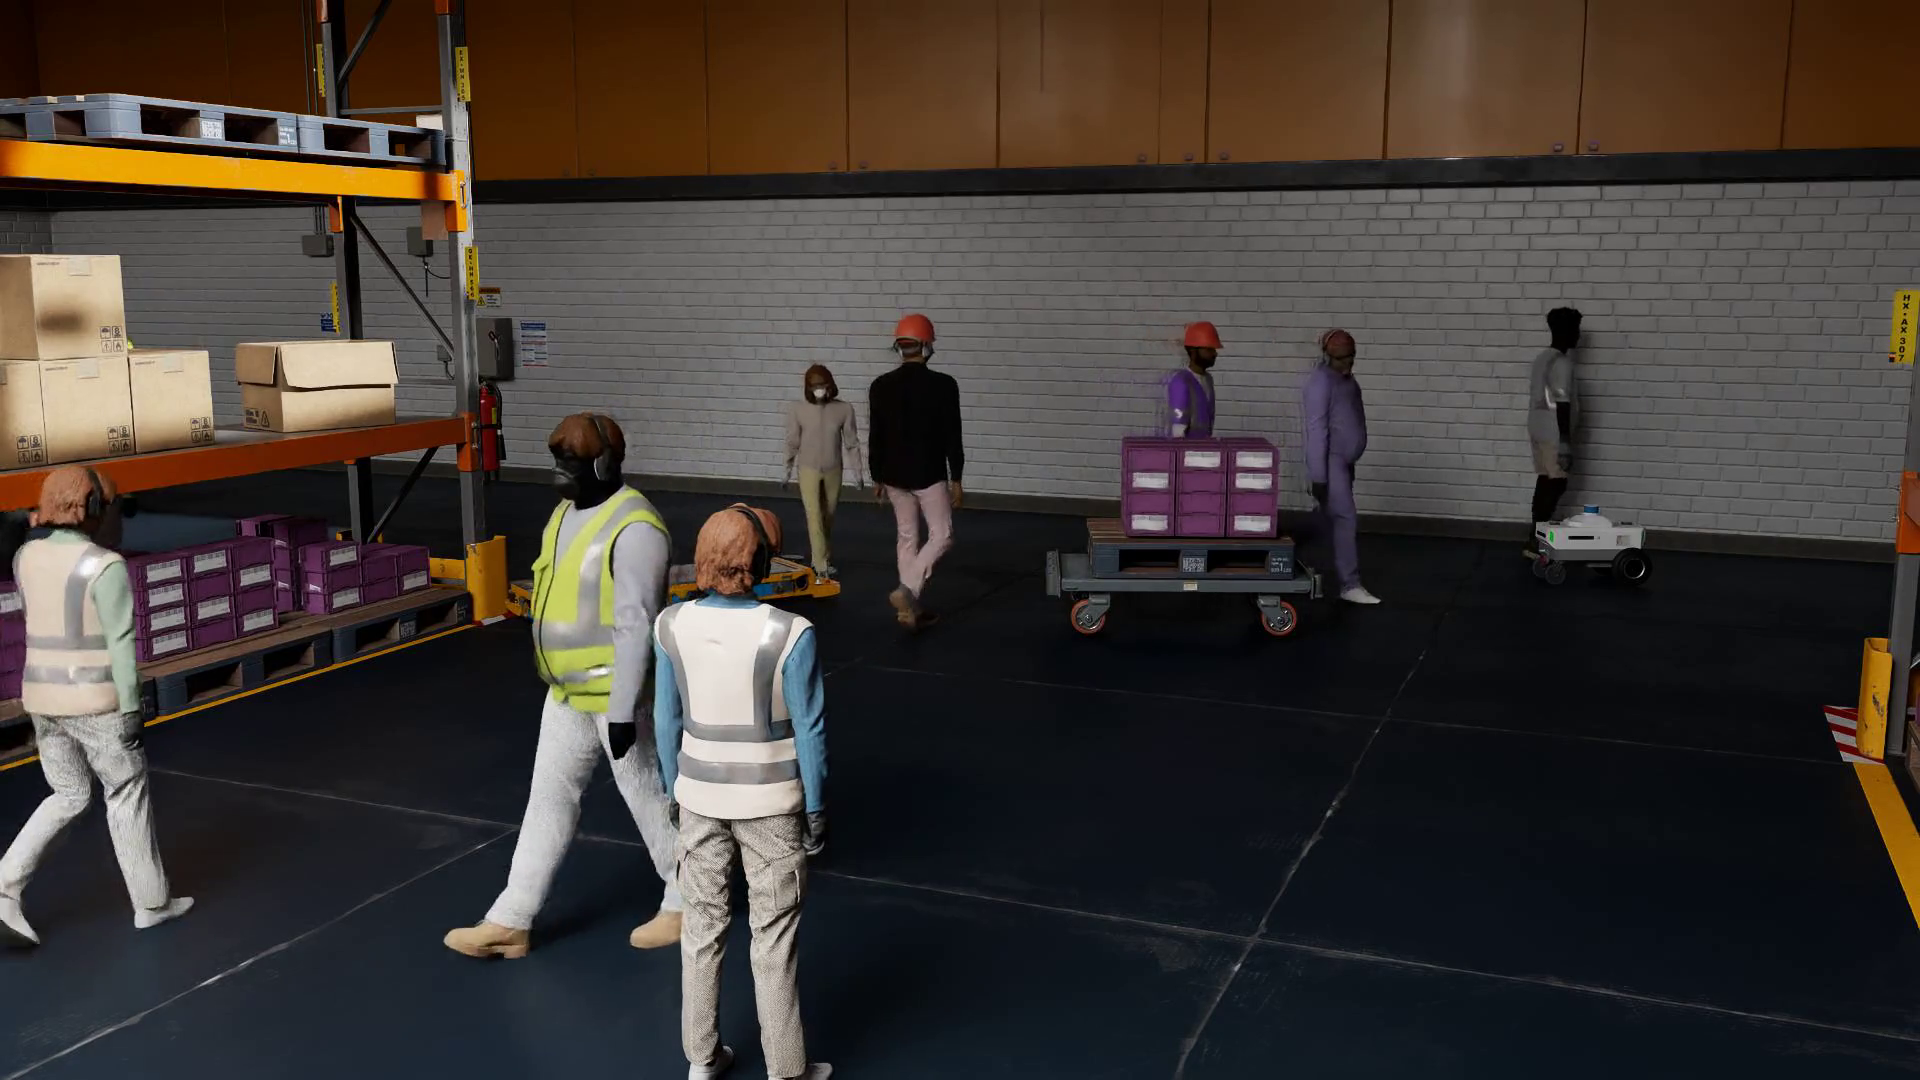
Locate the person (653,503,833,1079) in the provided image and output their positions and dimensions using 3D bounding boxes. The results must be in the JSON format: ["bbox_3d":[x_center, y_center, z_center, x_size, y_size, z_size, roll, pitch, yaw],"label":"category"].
[{"bbox_3d":[-0.588,0.719,4.495,0.514,1.641,0.309,4,10,20],"label":"person"}]

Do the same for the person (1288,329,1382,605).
[{"bbox_3d":[2.456,-0.499,11.248,0.814,1.859,0.666,5,11,30],"label":"person"}]

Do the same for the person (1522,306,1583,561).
[{"bbox_3d":[4.604,-0.828,12.904,0.365,1.963,0.636,0,9,1],"label":"person"}]

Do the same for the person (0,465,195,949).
[{"bbox_3d":[-2.982,0.560,5.537,0.555,1.613,0.632,5,10,26],"label":"person"}]

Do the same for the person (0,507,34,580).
[{"bbox_3d":[-6.252,-0.452,11.078,0.918,1.799,0.541,-9,13,-42],"label":"person"}]

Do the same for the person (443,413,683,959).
[{"bbox_3d":[-1.231,0.492,5.407,0.871,1.798,0.652,-8,12,-39],"label":"person"}]

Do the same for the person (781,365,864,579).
[{"bbox_3d":[-0.982,-0.474,11.927,0.567,1.570,0.880,-3,10,-17],"label":"person"}]

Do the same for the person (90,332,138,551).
[{"bbox_3d":[-5.309,-0.363,10.315,0.615,1.889,0.555,5,11,27],"label":"person"}]

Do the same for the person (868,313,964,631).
[{"bbox_3d":[-0.287,-0.393,10.197,0.628,1.981,0.648,5,10,26],"label":"person"}]

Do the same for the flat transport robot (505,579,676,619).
[{"bbox_3d":[-2.308,0.422,10.434,0.652,0.197,1.431,-6,11,-33],"label":"flat transport robot"}]

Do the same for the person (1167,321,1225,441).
[{"bbox_3d":[1.582,-0.610,11.824,0.990,1.894,0.560,7,12,35],"label":"person"}]

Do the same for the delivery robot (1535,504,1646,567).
[{"bbox_3d":[4.516,-0.014,11.934,0.707,0.478,0.477,0,9,0],"label":"delivery robot"}]

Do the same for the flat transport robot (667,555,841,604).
[{"bbox_3d":[-1.587,0.294,11.210,1.431,0.197,0.652,-6,11,-33],"label":"flat transport robot"}]
